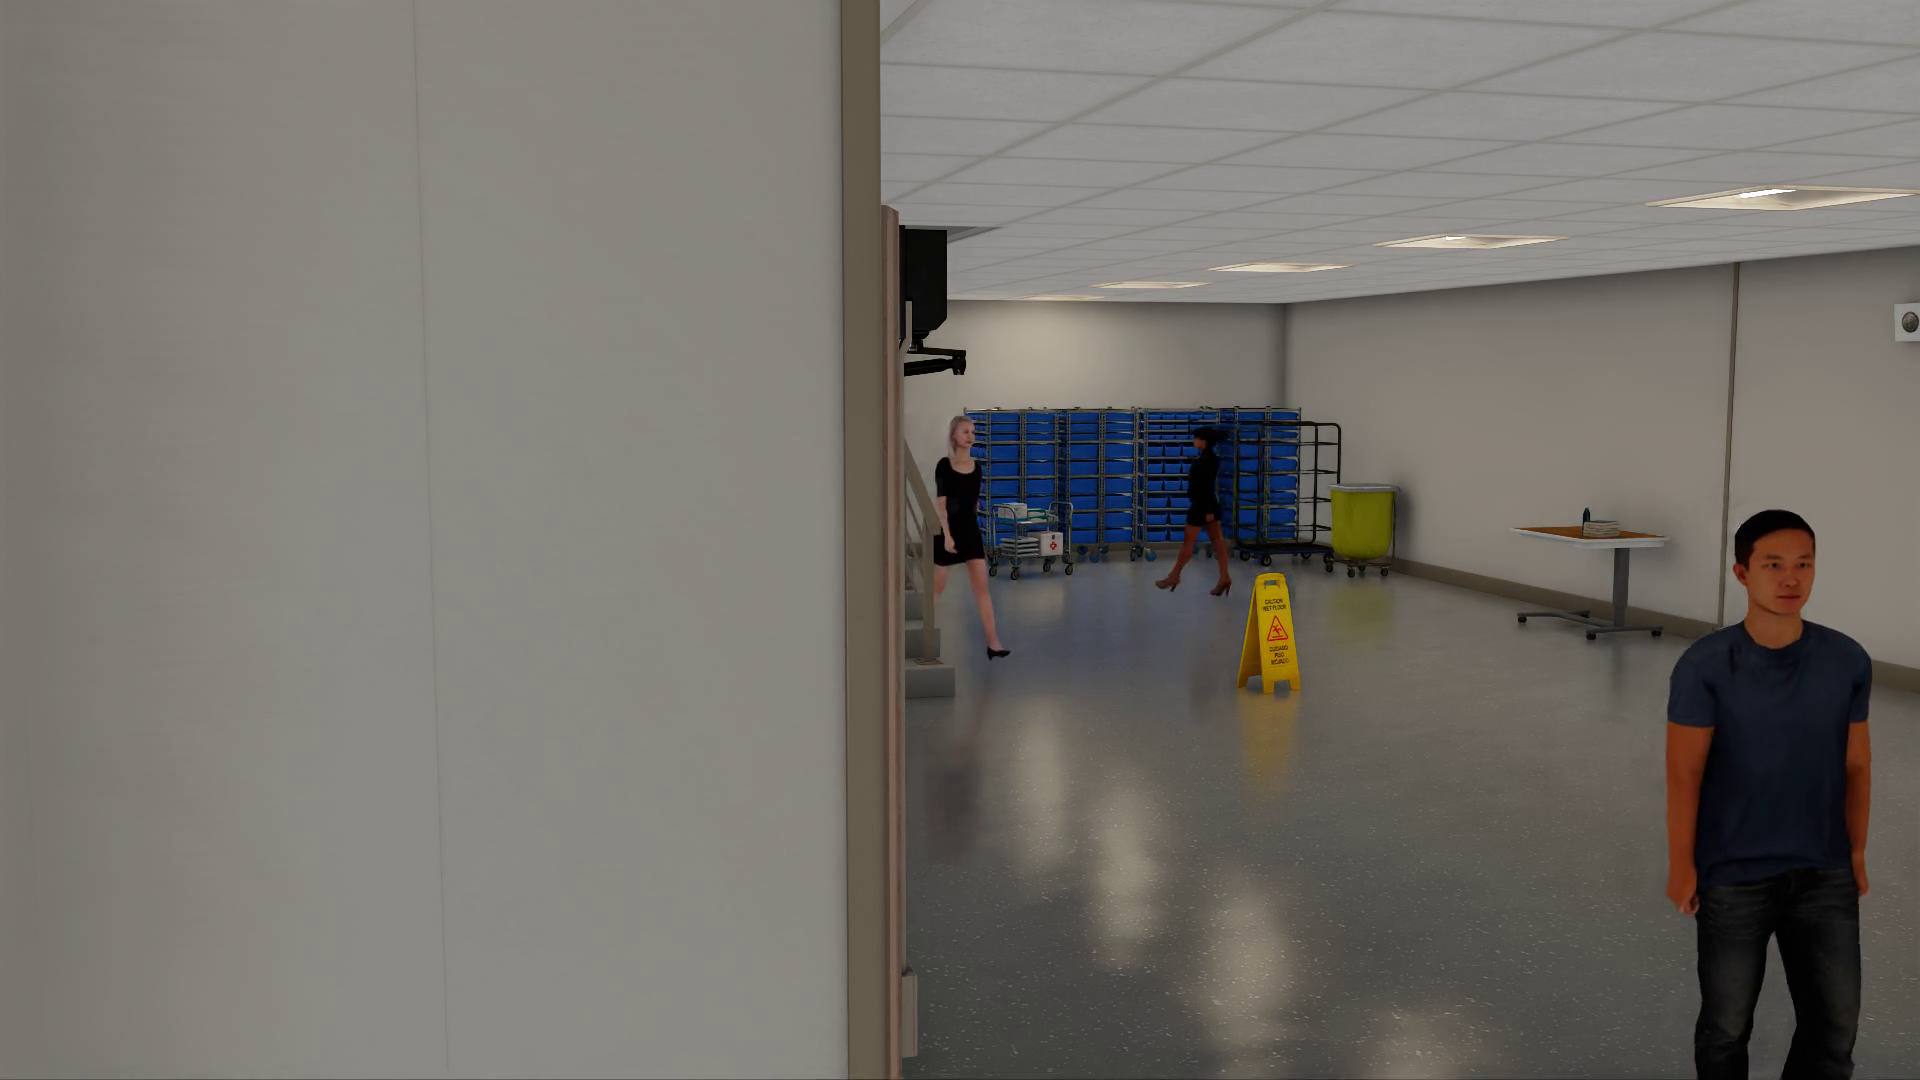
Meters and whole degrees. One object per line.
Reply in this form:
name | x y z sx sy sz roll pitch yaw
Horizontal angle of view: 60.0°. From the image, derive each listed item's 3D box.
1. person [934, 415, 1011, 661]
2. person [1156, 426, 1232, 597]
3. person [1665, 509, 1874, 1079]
person | -0.088 0.018 12.297 0.892 1.779 1.249 -4 7 -35
person | 2.409 -0.247 15.764 0.994 1.613 0.973 3 6 24
person | 2.047 0.815 4.290 0.809 1.796 0.835 1 6 6
